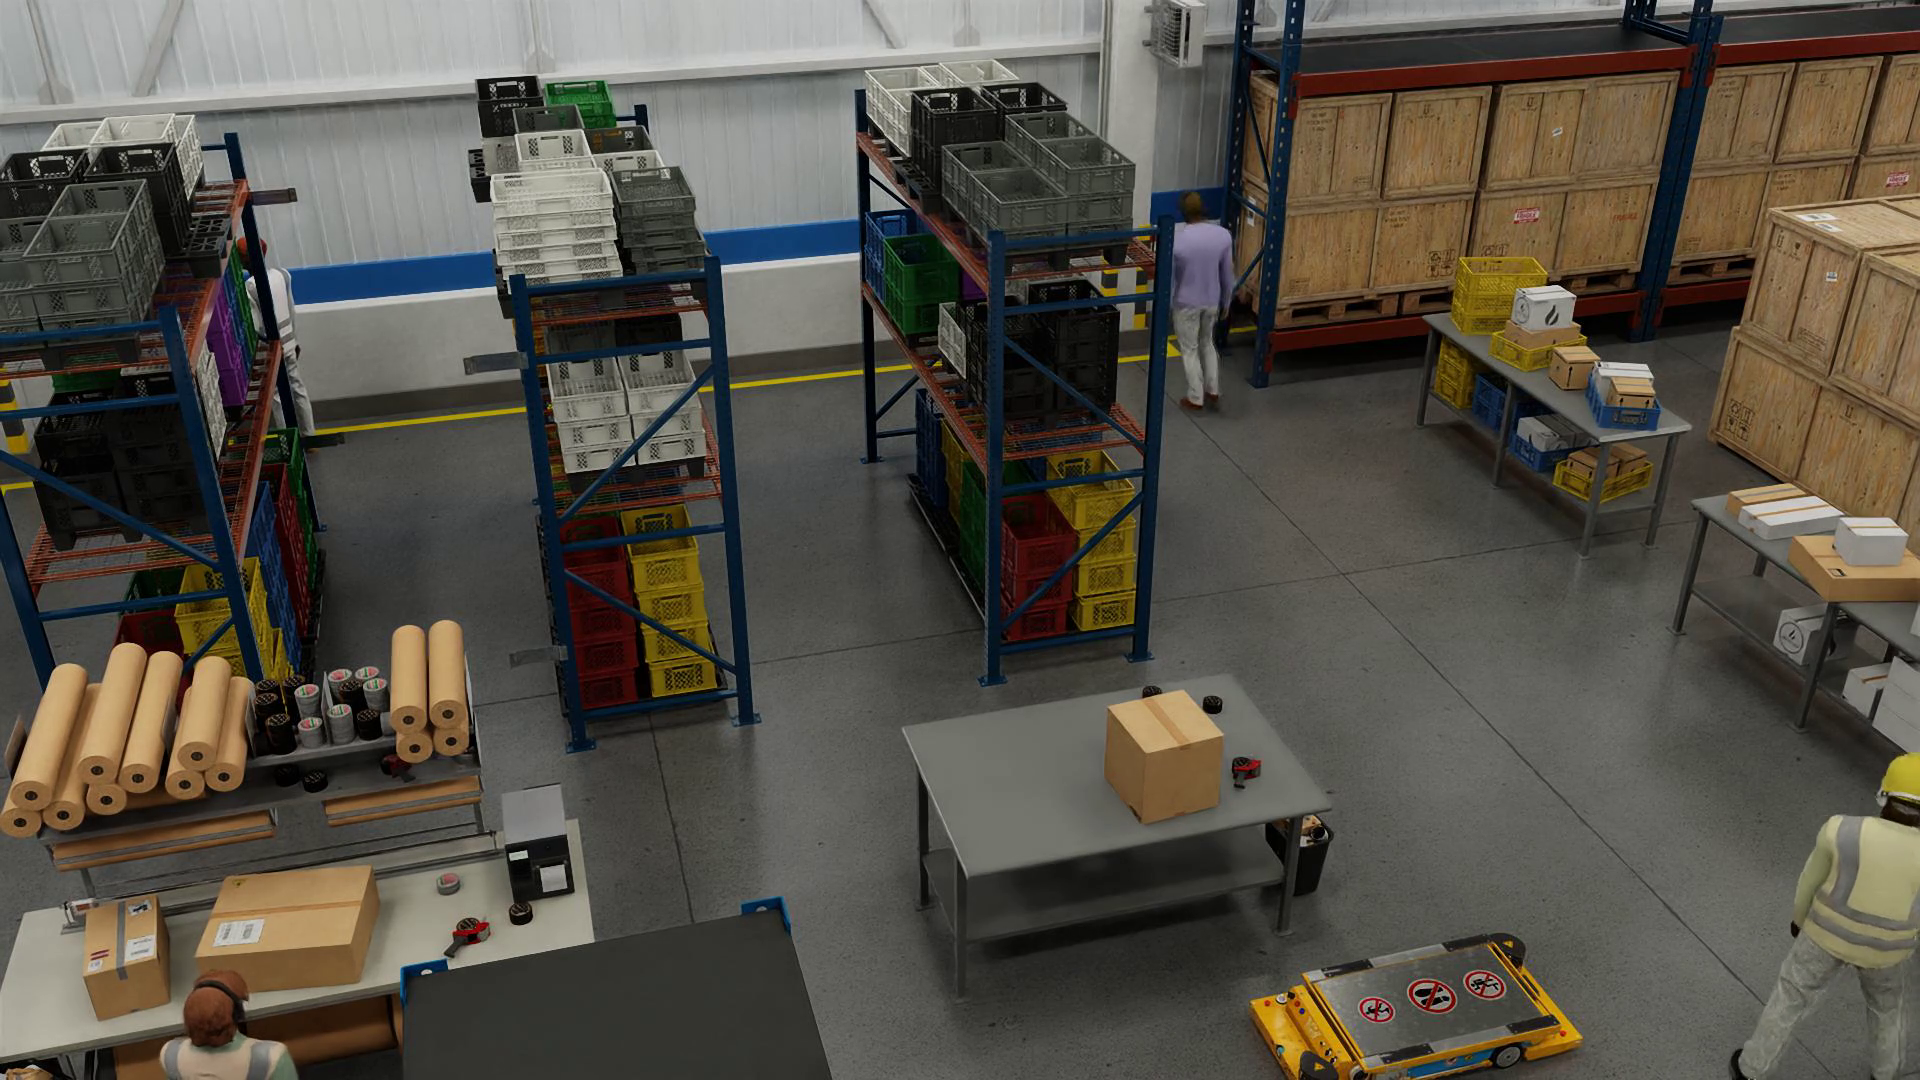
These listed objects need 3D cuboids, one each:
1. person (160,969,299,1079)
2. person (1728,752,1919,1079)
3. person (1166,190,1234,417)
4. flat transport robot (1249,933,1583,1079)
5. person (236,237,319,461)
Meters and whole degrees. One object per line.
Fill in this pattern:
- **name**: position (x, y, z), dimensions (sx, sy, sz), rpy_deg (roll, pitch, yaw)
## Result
- **person**: position (-2.749, 2.349, 6.453), dimensions (0.518, 1.634, 0.314), rpy_deg (2, 29, 3)
- **person**: position (4.039, 1.754, 7.399), dimensions (0.751, 1.780, 0.520), rpy_deg (10, 30, 17)
- **person**: position (1.988, -1.994, 14.079), dimensions (0.646, 1.908, 0.532), rpy_deg (-10, 30, -17)
- **flat transport robot**: position (2.184, 2.282, 7.980), dimensions (1.431, 0.197, 0.652), rpy_deg (-8, 30, -14)
- **person**: position (-5.453, -1.503, 13.204), dimensions (0.349, 1.884, 0.584), rpy_deg (8, 30, 15)
